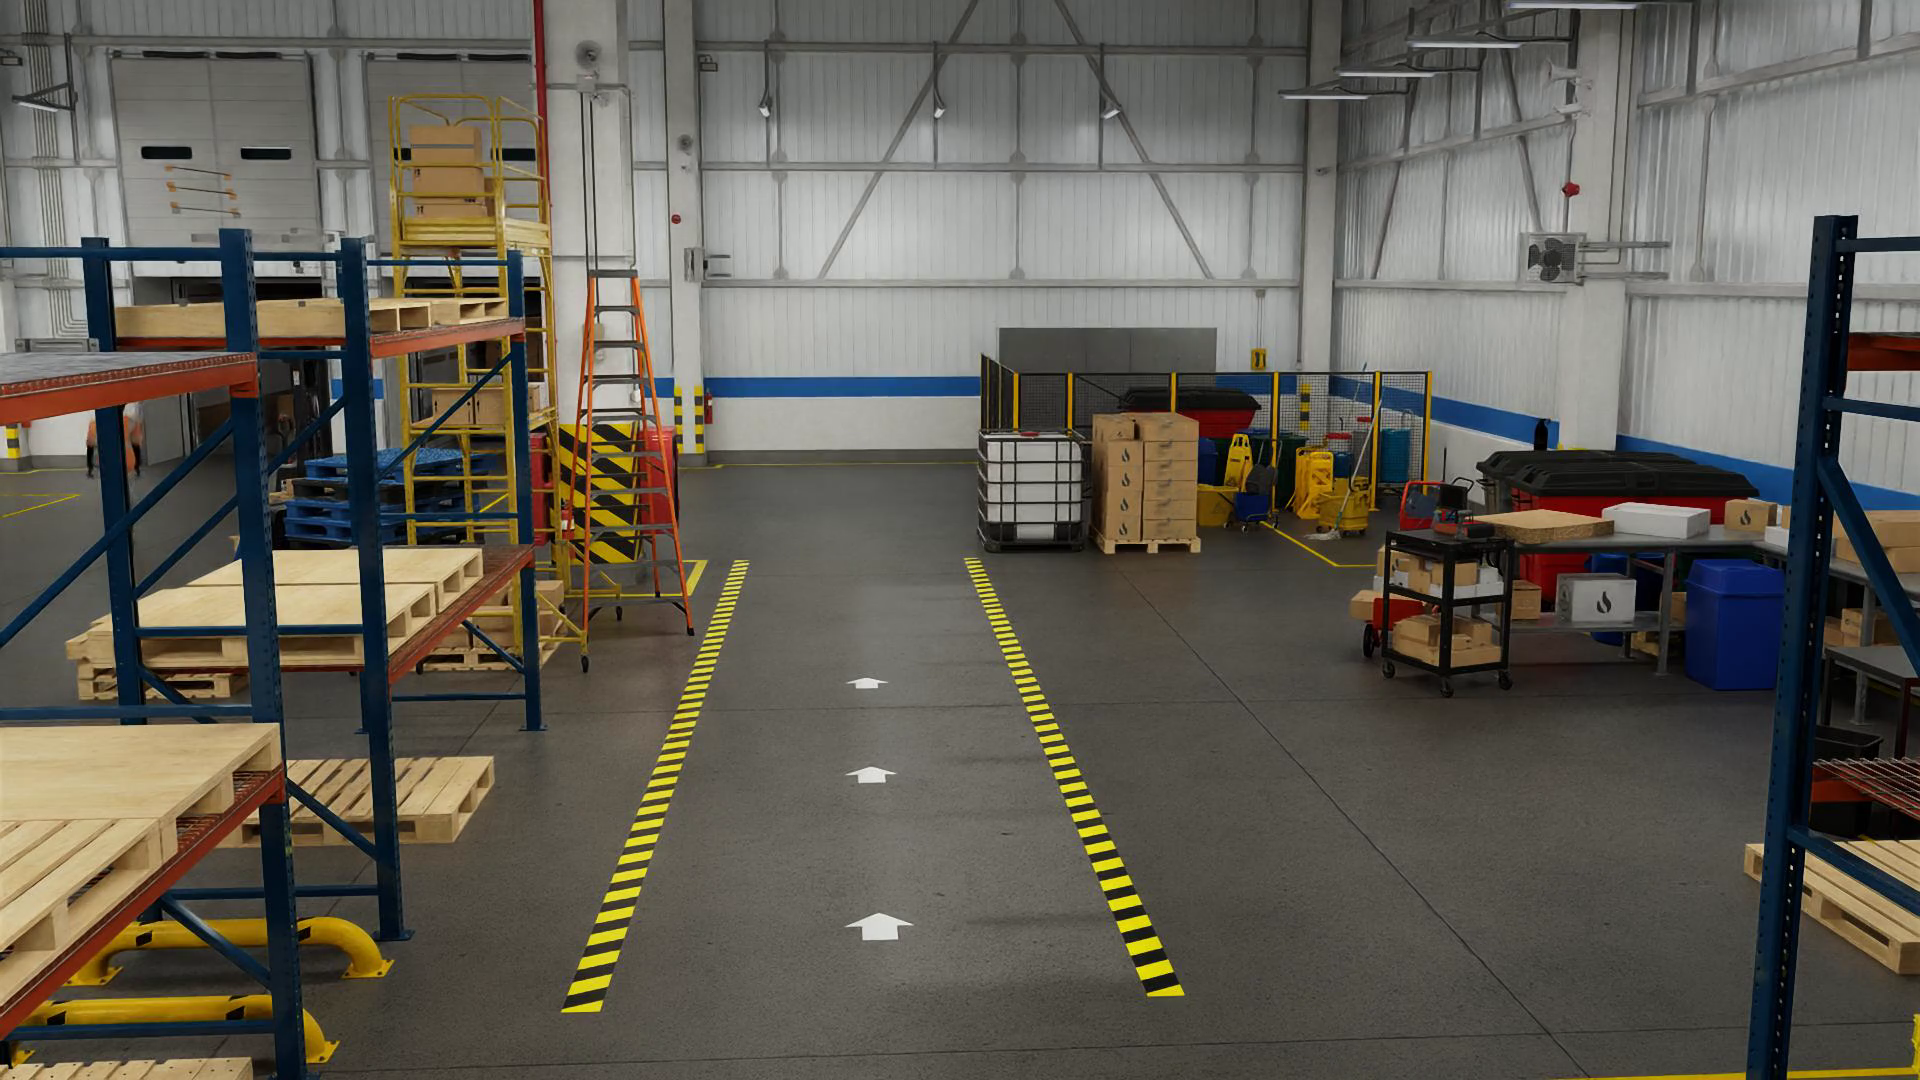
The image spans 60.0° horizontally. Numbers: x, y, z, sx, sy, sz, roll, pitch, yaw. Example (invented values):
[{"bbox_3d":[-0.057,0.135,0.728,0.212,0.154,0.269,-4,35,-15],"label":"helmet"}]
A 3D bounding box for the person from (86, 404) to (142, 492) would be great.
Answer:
[{"bbox_3d":[-9.133,-0.791,18.003,0.558,1.642,0.868,-7,12,-39],"label":"person"}]

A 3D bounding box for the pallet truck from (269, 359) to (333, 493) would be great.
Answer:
[{"bbox_3d":[-7.062,-1.131,18.996,1.885,1.965,0.823,2,9,13],"label":"pallet truck"}]
